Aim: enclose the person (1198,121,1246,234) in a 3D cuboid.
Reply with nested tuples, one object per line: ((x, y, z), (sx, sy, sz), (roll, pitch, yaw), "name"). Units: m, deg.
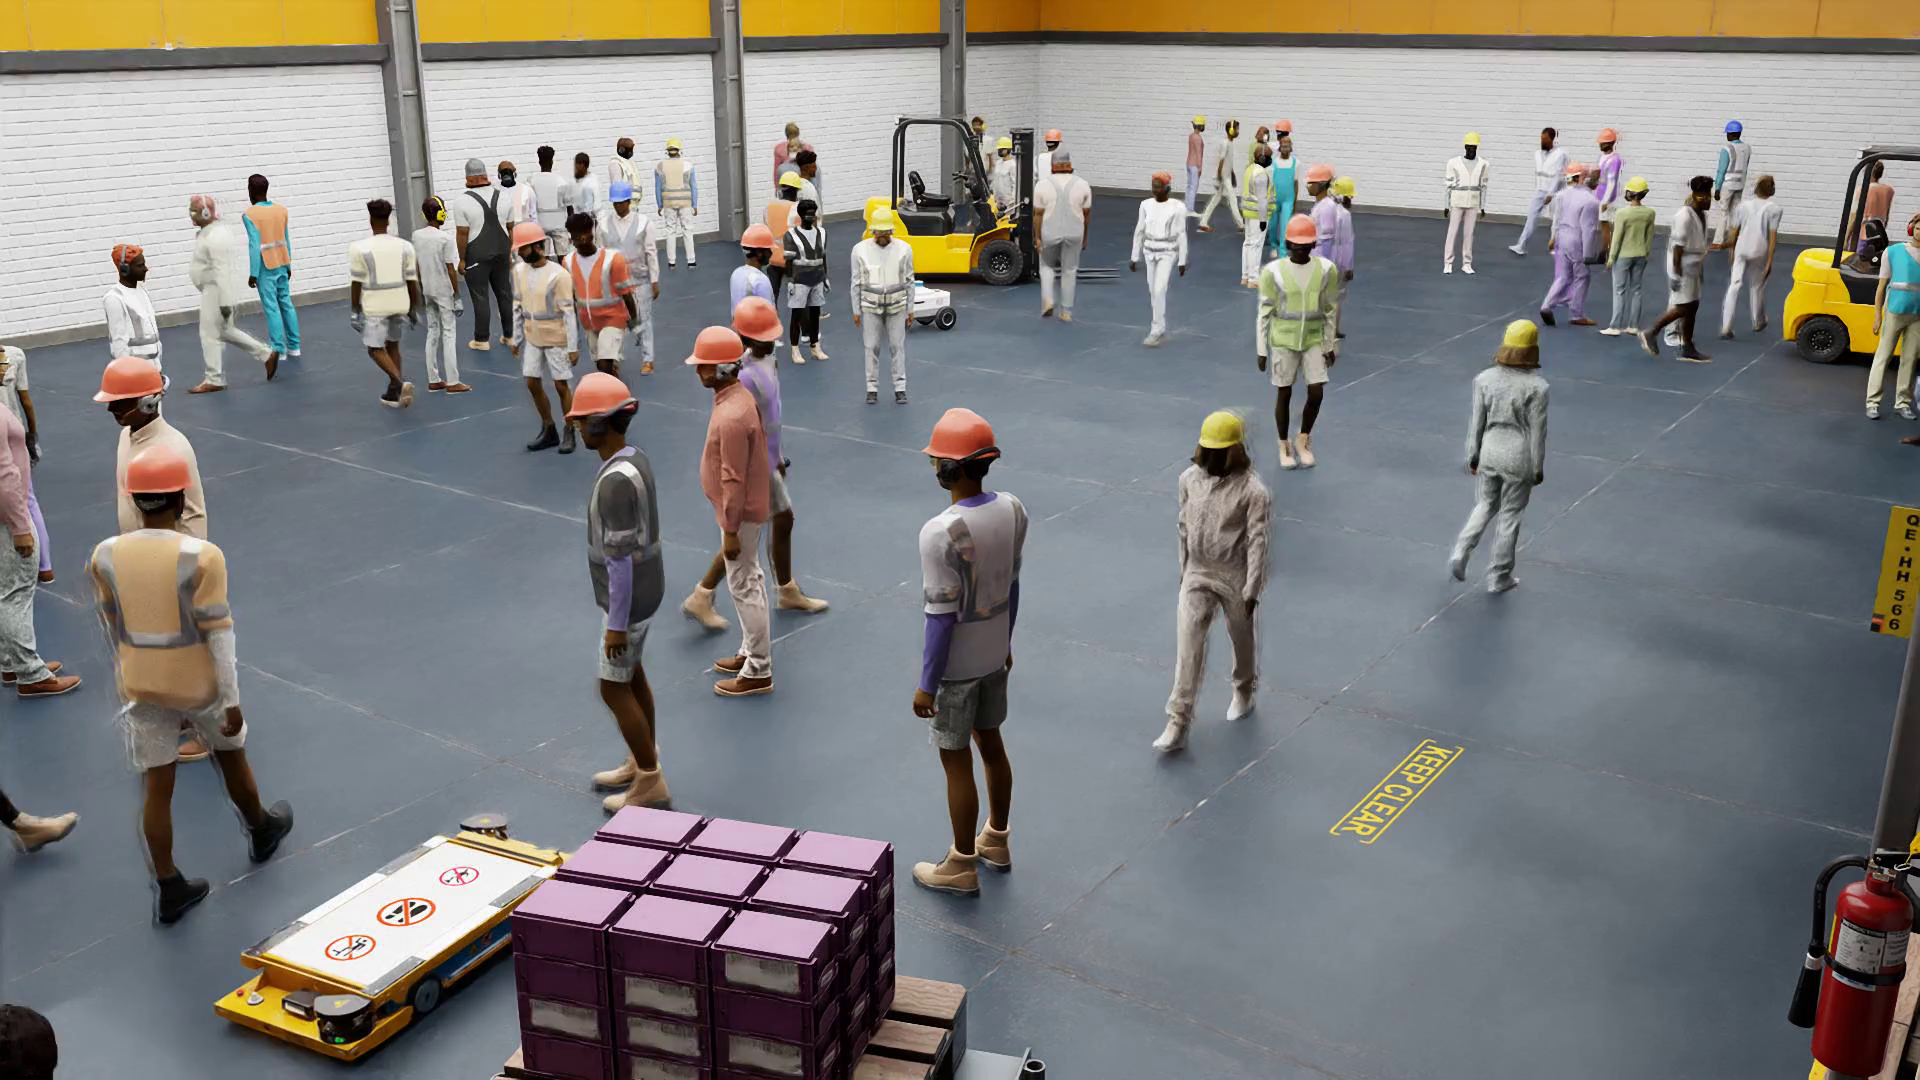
((4.368, -5.897, 27.084), (1.004, 1.809, 0.519), (4, 18, 11), "person")

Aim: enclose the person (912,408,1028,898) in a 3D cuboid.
((0.008, 0.466, 6.795), (0.377, 2.041, 0.616), (12, 21, 34), "person")

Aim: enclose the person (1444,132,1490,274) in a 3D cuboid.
((6.979, -4.647, 22.971), (0.585, 1.930, 0.357), (0, 18, 1), "person")

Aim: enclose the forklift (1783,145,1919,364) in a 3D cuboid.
((9.803, -2.879, 17.013), (2.313, 2.155, 1.214), (12, 21, 33), "forklift")

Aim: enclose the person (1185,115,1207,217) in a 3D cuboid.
((4.164, -6.589, 29.328), (0.335, 1.757, 0.517), (-4, 18, -12), "person")

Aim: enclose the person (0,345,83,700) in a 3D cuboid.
((-5.035, -0.114, 8.777), (0.371, 1.941, 0.627), (-15, 23, -39), "person")

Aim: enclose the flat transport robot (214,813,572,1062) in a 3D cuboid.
((-2.090, 1.488, 6.463), (0.652, 0.197, 1.431), (8, 20, 25), "flat transport robot")

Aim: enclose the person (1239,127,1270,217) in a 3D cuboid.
((5.204, -6.412, 29.044), (0.501, 1.593, 0.862), (-8, 19, -22), "person")

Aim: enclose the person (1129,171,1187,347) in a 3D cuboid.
((2.090, -3.032, 18.026), (0.600, 1.864, 0.746), (15, 23, 39), "person")

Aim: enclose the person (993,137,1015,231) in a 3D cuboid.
((0.650, -4.970, 24.248), (0.311, 1.769, 0.525), (-12, 21, -32), "person")

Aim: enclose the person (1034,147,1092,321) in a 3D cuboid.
((1.192, -3.593, 19.494), (0.682, 2.000, 0.539), (0, 18, -2), "person")

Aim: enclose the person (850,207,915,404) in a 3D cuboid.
((-0.714, -2.157, 15.372), (0.599, 1.818, 0.403), (-2, 18, -7), "person")

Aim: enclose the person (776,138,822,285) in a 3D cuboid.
((-2.123, -4.425, 22.318), (0.638, 1.916, 0.872), (4, 18, 11), "person")

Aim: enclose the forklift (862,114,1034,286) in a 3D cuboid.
((-0.171, -4.594, 22.377), (2.313, 2.155, 1.214), (1, 18, 3), "forklift")

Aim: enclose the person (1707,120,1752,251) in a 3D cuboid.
((11.629, -5.346, 25.148), (0.604, 1.939, 0.416), (-9, 20, -26), "person")

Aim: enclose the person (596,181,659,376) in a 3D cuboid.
((-3.300, -2.590, 16.530), (0.618, 1.936, 0.417), (0, 18, -1), "person")

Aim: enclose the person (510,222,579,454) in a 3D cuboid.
((-3.392, -1.637, 13.577), (0.608, 1.919, 0.429), (8, 19, 24), "person")

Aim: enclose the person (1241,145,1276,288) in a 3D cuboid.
((3.924, -4.247, 21.864), (0.429, 1.841, 0.634), (-2, 18, -6), "person")

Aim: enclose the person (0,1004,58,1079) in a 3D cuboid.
((-1.680, 1.758, 3.020), (0.612, 1.882, 0.568), (-5, 18, -14), "person")

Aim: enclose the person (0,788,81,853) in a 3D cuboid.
((-4.298, 0.597, 7.000), (0.858, 1.647, 0.555), (-7, 19, -22), "person")

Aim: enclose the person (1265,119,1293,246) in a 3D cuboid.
((4.944, -5.513, 25.712), (0.513, 1.916, 0.551), (-8, 19, -23), "person")

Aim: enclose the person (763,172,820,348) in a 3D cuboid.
((-1.857, -3.033, 18.026), (0.593, 1.870, 0.792), (9, 20, 27), "person")

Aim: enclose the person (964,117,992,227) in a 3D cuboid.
((0.323, -6.203, 28.011), (0.535, 1.832, 0.928), (6, 19, 17), "person")

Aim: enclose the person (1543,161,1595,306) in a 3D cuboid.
((7.509, -3.777, 20.535), (0.565, 1.751, 0.330), (-8, 19, -23), "person")

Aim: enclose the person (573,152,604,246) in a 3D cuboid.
((-4.531, -3.813, 20.454), (0.366, 1.880, 0.696), (-4, 18, -12), "person")

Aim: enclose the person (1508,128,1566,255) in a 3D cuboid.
((8.683, -5.150, 24.656), (1.016, 1.864, 0.596), (-10, 20, -28), "person")

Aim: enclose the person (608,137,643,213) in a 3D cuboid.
((-4.649, -4.689, 23.257), (0.429, 1.838, 0.621), (2, 18, 8), "person")

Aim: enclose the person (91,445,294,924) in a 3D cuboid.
((-3.149, 0.531, 6.821), (0.561, 1.892, 0.926), (0, 18, 2), "person")

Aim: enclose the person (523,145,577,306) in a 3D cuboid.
((-5.003, -3.821, 20.326), (0.612, 1.964, 0.363), (-3, 18, -10), "person")

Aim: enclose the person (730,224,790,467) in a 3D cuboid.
((-1.590, -1.533, 13.222), (0.372, 1.933, 0.552), (-11, 21, -31), "person")

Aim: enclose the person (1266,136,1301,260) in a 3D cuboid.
((4.635, -4.924, 24.043), (0.523, 1.817, 0.920), (2, 18, 7), "person")
